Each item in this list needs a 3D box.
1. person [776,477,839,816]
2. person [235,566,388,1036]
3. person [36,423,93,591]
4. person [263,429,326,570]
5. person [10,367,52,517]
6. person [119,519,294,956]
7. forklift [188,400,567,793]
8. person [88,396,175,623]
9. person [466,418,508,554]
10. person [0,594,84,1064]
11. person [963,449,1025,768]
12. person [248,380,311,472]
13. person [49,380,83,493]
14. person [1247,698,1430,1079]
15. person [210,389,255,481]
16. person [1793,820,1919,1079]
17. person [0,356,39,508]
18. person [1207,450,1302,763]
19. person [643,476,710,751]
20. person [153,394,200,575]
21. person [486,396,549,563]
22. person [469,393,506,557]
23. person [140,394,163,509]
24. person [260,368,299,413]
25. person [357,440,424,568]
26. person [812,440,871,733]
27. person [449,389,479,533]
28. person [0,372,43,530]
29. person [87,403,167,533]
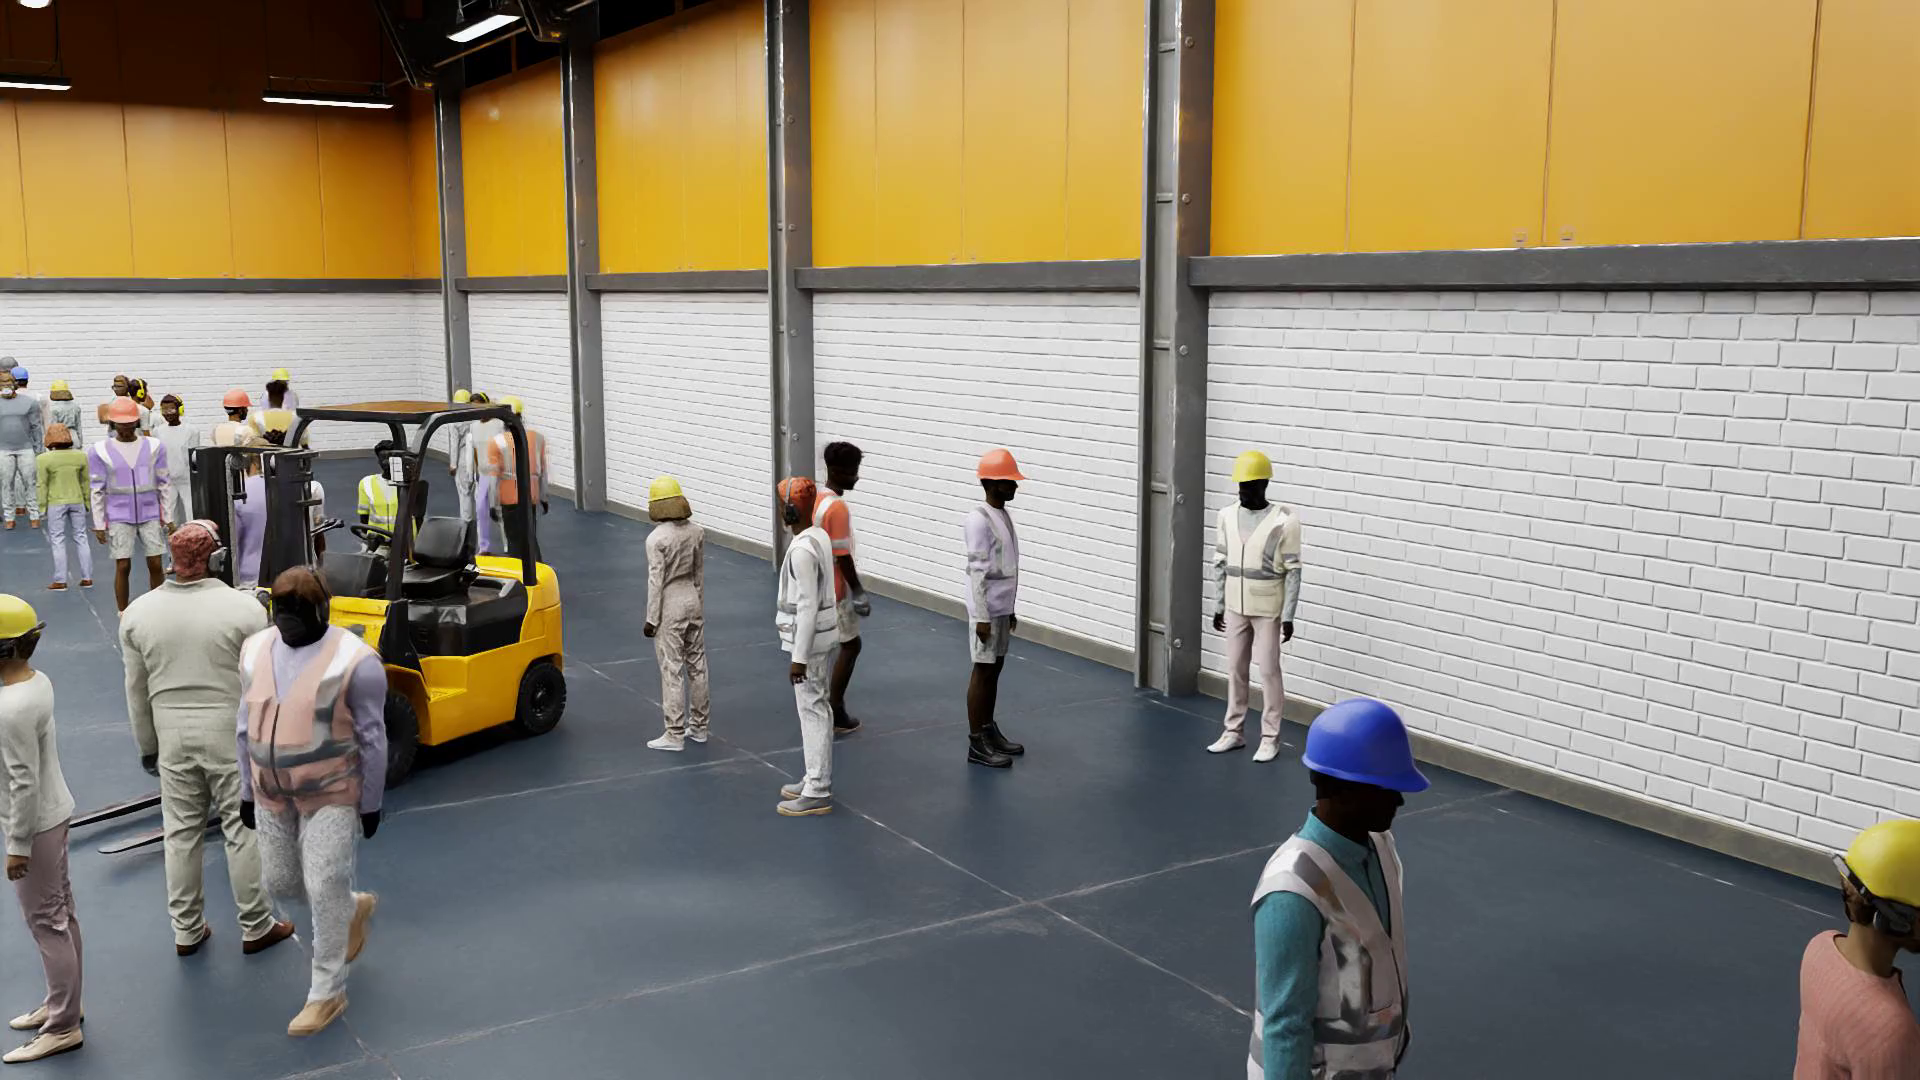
[{"bbox_3d":[-0.854,0.582,9.209,0.362,1.883,0.575,0,8,3],"label":"person"},{"bbox_3d":[-2.557,0.986,6.668,0.628,1.828,0.666,2,9,14],"label":"person"},{"bbox_3d":[-8.703,-0.325,16.185,0.276,1.627,0.497,7,11,39],"label":"person"},{"bbox_3d":[-4.638,0.212,11.426,0.614,1.963,0.362,-7,11,-39],"label":"person"},{"bbox_3d":[-12.073,-1.269,21.508,0.604,1.939,0.416,-6,10,-35],"label":"person"},{"bbox_3d":[-3.258,0.861,7.247,0.637,1.911,0.403,0,8,0],"label":"person"},{"bbox_3d":[-3.529,0.258,10.348,1.214,2.155,2.313,4,9,25],"label":"forklift"},{"bbox_3d":[-6.920,-0.188,13.928,0.614,2.029,0.409,-6,10,-35],"label":"person"},{"bbox_3d":[-5.165,-0.650,18.326,0.514,1.642,0.314,-2,9,-14],"label":"person"},{"bbox_3d":[-3.529,1.075,6.278,0.326,1.769,0.524,-3,9,-21],"label":"person"},{"bbox_3d":[0.222,0.408,10.199,0.362,1.939,0.542,3,9,19],"label":"person"},{"bbox_3d":[-7.602,-0.828,18.618,0.628,1.908,1.019,-4,9,-24],"label":"person"},{"bbox_3d":[-11.902,-1.259,22.122,0.326,1.736,0.486,3,9,20],"label":"person"},{"bbox_3d":[0.904,1.325,4.036,0.412,1.940,0.602,5,10,33],"label":"person"},{"bbox_3d":[-7.158,-0.533,16.536,0.546,1.939,0.375,4,9,24],"label":"person"},{"bbox_3d":[1.993,1.467,3.686,0.343,1.755,0.531,2,9,12],"label":"person"},{"bbox_3d":[-12.713,-1.453,22.395,0.536,2.000,0.676,-8,12,-44],"label":"person"},{"bbox_3d":[1.808,0.405,10.252,0.590,1.926,0.388,8,11,42],"label":"person"},{"bbox_3d":[-1.818,0.460,10.529,0.312,1.736,0.483,6,10,33],"label":"person"},{"bbox_3d":[-7.988,-0.562,17.014,0.514,1.861,0.321,1,8,5],"label":"person"},{"bbox_3d":[-4.187,-0.409,15.773,0.616,1.914,0.448,-8,11,-41],"label":"person"},{"bbox_3d":[-5.037,-0.694,18.057,0.522,1.829,0.685,3,9,20],"label":"person"},{"bbox_3d":[-10.407,-1.087,21.294,0.509,1.631,0.267,3,9,17],"label":"person"},{"bbox_3d":[-9.543,-1.510,23.477,0.404,1.833,0.589,5,10,31],"label":"person"},{"bbox_3d":[-4.639,0.022,13.606,0.535,1.697,0.322,-1,9,-9],"label":"person"},{"bbox_3d":[-0.828,0.314,10.864,0.423,1.935,0.627,-3,9,-17],"label":"person"},{"bbox_3d":[-5.871,-0.916,19.778,0.320,1.742,0.492,6,10,34],"label":"person"},{"bbox_3d":[-11.529,-1.078,20.266,0.635,1.929,0.381,-5,10,-29],"label":"person"},{"bbox_3d":[-10.059,-0.875,20.085,0.880,1.579,0.523,-3,9,-18],"label":"person"}]
